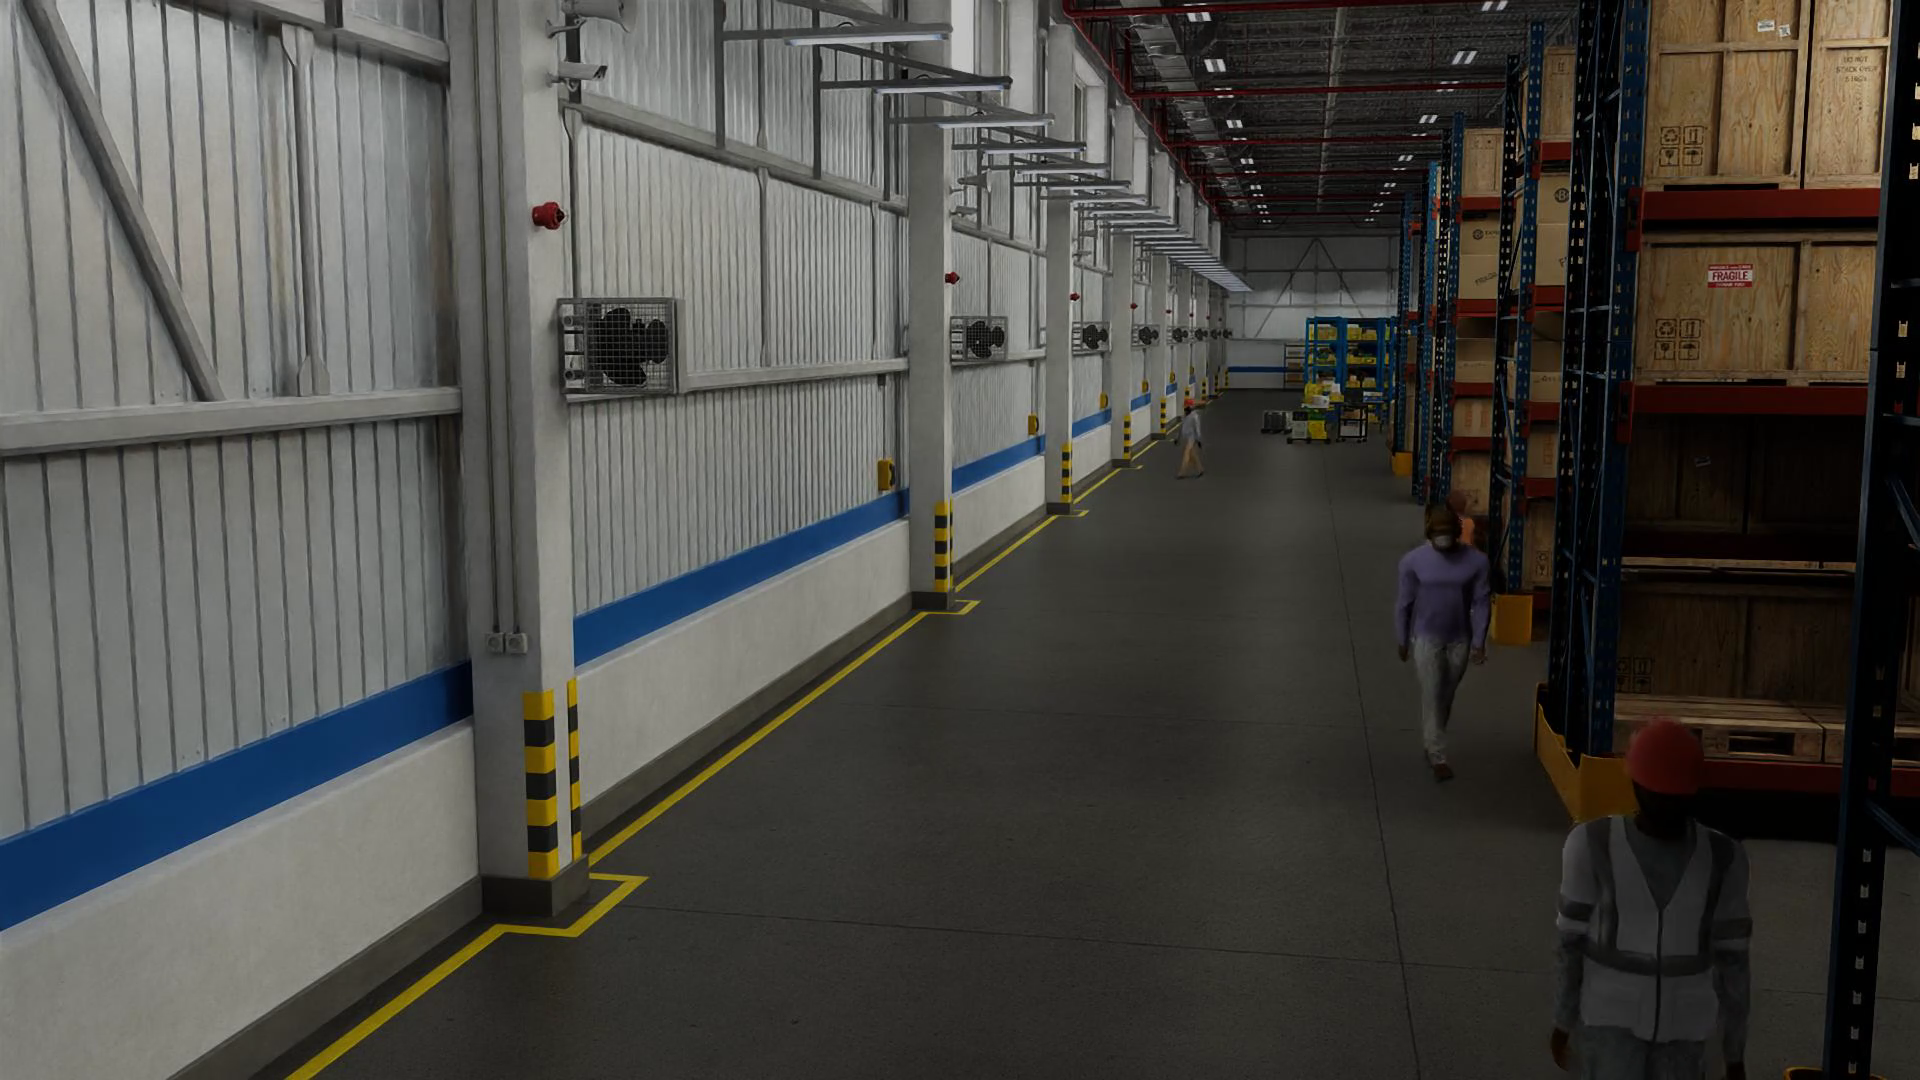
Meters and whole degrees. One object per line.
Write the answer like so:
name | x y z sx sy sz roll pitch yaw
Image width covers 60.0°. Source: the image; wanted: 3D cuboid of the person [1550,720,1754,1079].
person | 2.133 1.508 5.107 0.570 1.921 0.575 1 7 11

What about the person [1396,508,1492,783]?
person | 3.353 0.726 11.505 0.616 1.881 0.993 1 7 5

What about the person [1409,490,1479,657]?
person | 4.716 0.314 15.996 0.521 1.580 0.875 -5 8 -33

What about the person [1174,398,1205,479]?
person | 4.888 -2.143 35.193 0.862 1.718 0.559 -3 8 -25
